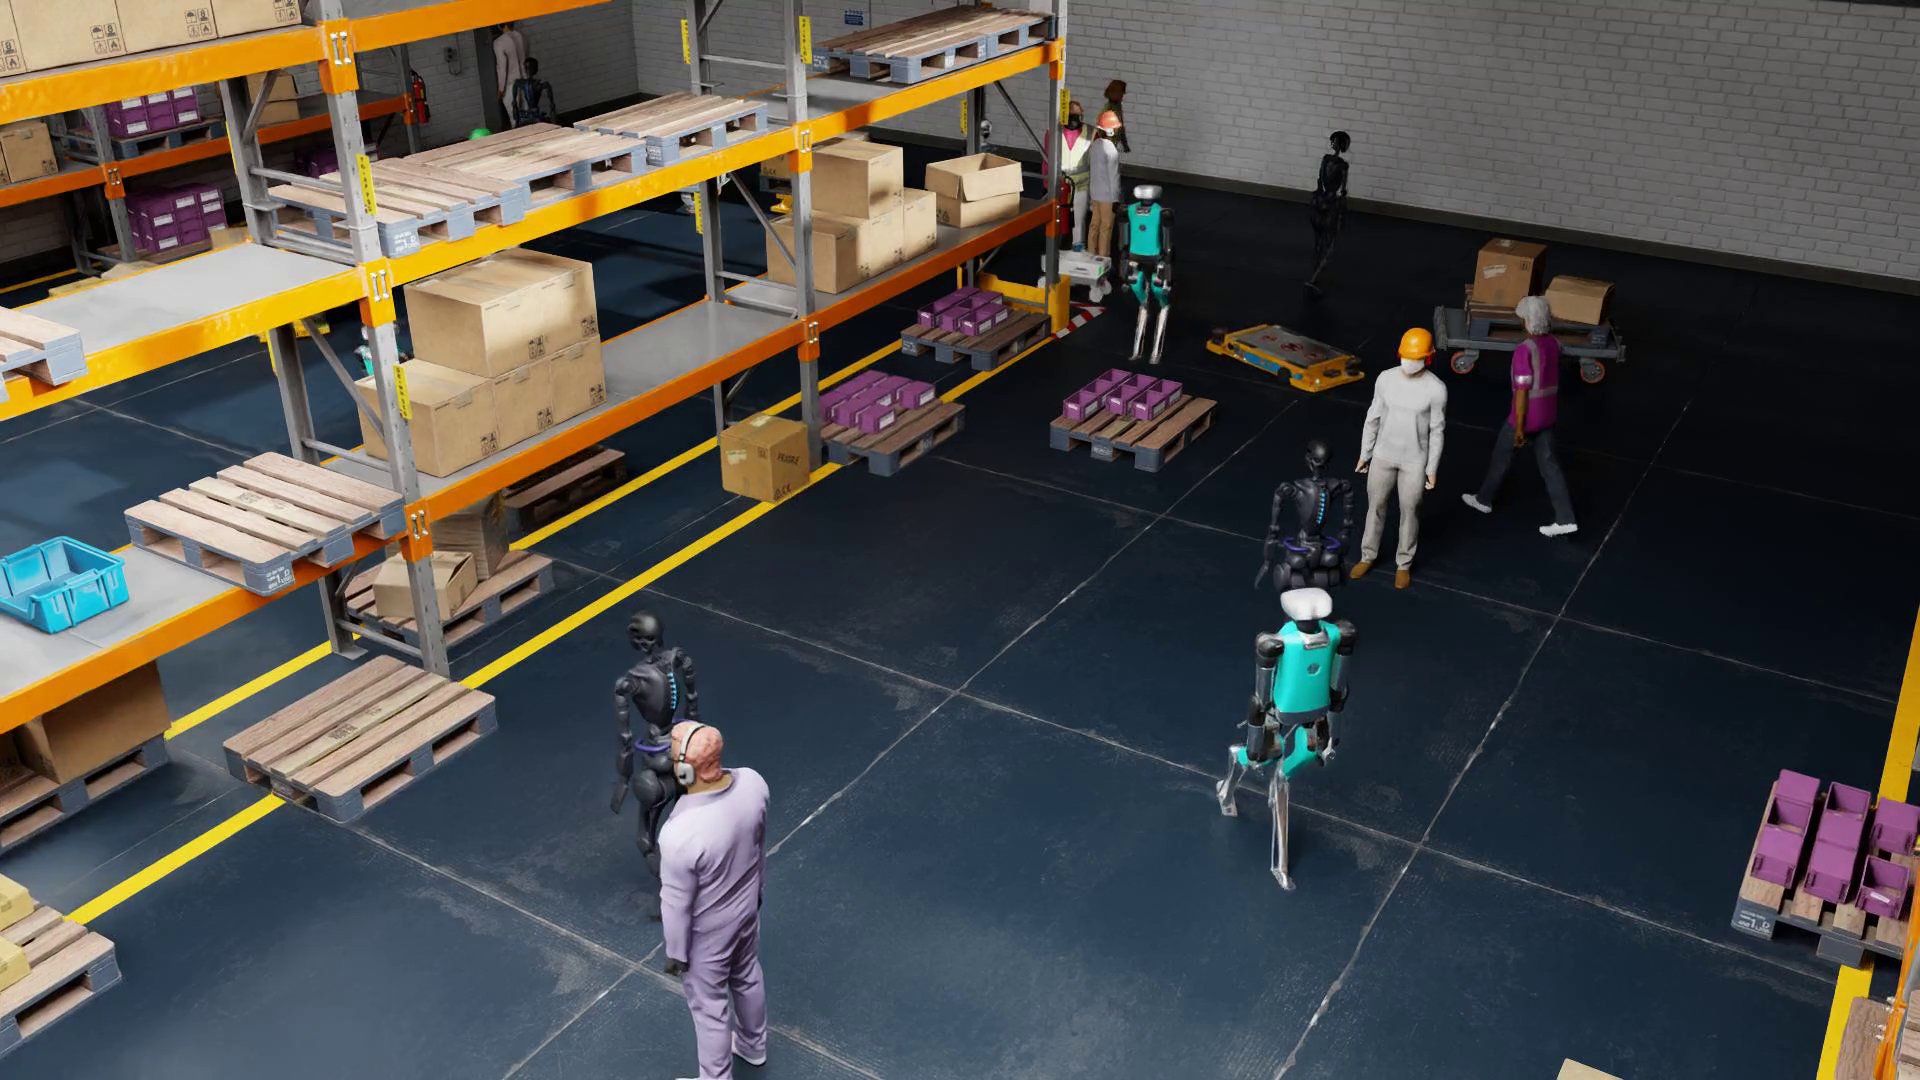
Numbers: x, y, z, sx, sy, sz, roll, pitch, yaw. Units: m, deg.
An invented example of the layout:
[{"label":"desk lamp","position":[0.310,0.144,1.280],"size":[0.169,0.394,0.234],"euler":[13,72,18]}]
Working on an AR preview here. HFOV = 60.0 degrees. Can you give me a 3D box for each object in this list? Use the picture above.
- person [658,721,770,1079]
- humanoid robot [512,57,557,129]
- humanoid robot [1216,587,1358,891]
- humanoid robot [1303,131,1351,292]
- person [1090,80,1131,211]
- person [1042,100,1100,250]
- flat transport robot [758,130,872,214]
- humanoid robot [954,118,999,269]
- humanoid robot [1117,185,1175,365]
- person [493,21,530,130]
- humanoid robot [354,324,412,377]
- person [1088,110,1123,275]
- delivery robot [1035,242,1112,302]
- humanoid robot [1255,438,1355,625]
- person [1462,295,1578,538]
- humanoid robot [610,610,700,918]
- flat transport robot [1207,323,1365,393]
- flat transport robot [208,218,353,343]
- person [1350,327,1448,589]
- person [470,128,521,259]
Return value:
[{"label":"person","position":[-1.081,1.619,7.215],"size":[0.406,1.898,0.632],"euler":[14,30,26]},{"label":"humanoid robot","position":[-5.405,-5.240,20.995],"size":[0.612,1.637,0.627],"euler":[4,27,7]},{"label":"humanoid robot","position":[1.626,0.908,8.804],"size":[0.538,1.771,0.933],"euler":[-7,28,-14]},{"label":"humanoid robot","position":[3.816,-3.443,17.435],"size":[0.457,1.646,0.604],"euler":[-8,28,-15]},{"label":"person","position":[1.913,-4.689,19.949],"size":[0.771,1.601,0.514],"euler":[10,29,20]},{"label":"person","position":[1.190,-3.833,18.020],"size":[0.621,1.838,0.429],"euler":[3,27,6]},{"label":"flat transport robot","position":[-1.684,-4.277,20.626],"size":[0.659,0.231,1.431],"euler":[14,30,25]},{"label":"humanoid robot","position":[0.152,-3.768,18.162],"size":[0.589,1.629,0.782],"euler":[21,34,35]},{"label":"humanoid robot","position":[1.778,-2.479,15.459],"size":[0.530,1.773,0.745],"euler":[11,29,21]},{"label":"person","position":[-6.040,-6.173,22.519],"size":[0.373,1.939,0.629],"euler":[12,29,23]},{"label":"humanoid robot","position":[-3.904,-0.820,12.185],"size":[0.573,1.742,0.998],"euler":[17,31,30]},{"label":"person","position":[1.572,-3.737,17.916],"size":[0.320,1.755,0.562],"euler":[-11,29,-21]},{"label":"delivery robot","position":[1.216,-2.824,17.437],"size":[0.771,0.587,0.499],"euler":[12,29,22]},{"label":"humanoid robot","position":[2.151,0.148,10.349],"size":[0.589,1.653,0.359],"euler":[-5,27,-10]},{"label":"person","position":[4.266,-0.904,12.316],"size":[0.556,1.781,0.974],"euler":[-15,31,-28]},{"label":"humanoid robot","position":[-1.487,1.131,8.412],"size":[0.408,1.639,0.599],"euler":[16,31,29]},{"label":"flat transport robot","position":[3.044,-1.731,15.609],"size":[0.659,0.231,1.431],"euler":[-17,32,-30]},{"label":"flat transport robot","position":[-6.812,-2.333,16.794],"size":[0.659,0.231,1.431],"euler":[-13,30,-23]},{"label":"person","position":[3.052,-0.576,11.538],"size":[0.562,1.897,0.352],"euler":[14,30,25]},{"label":"person","position":[-4.645,-3.207,16.722],"size":[0.502,1.901,0.800],"euler":[-8,28,-15]}]
